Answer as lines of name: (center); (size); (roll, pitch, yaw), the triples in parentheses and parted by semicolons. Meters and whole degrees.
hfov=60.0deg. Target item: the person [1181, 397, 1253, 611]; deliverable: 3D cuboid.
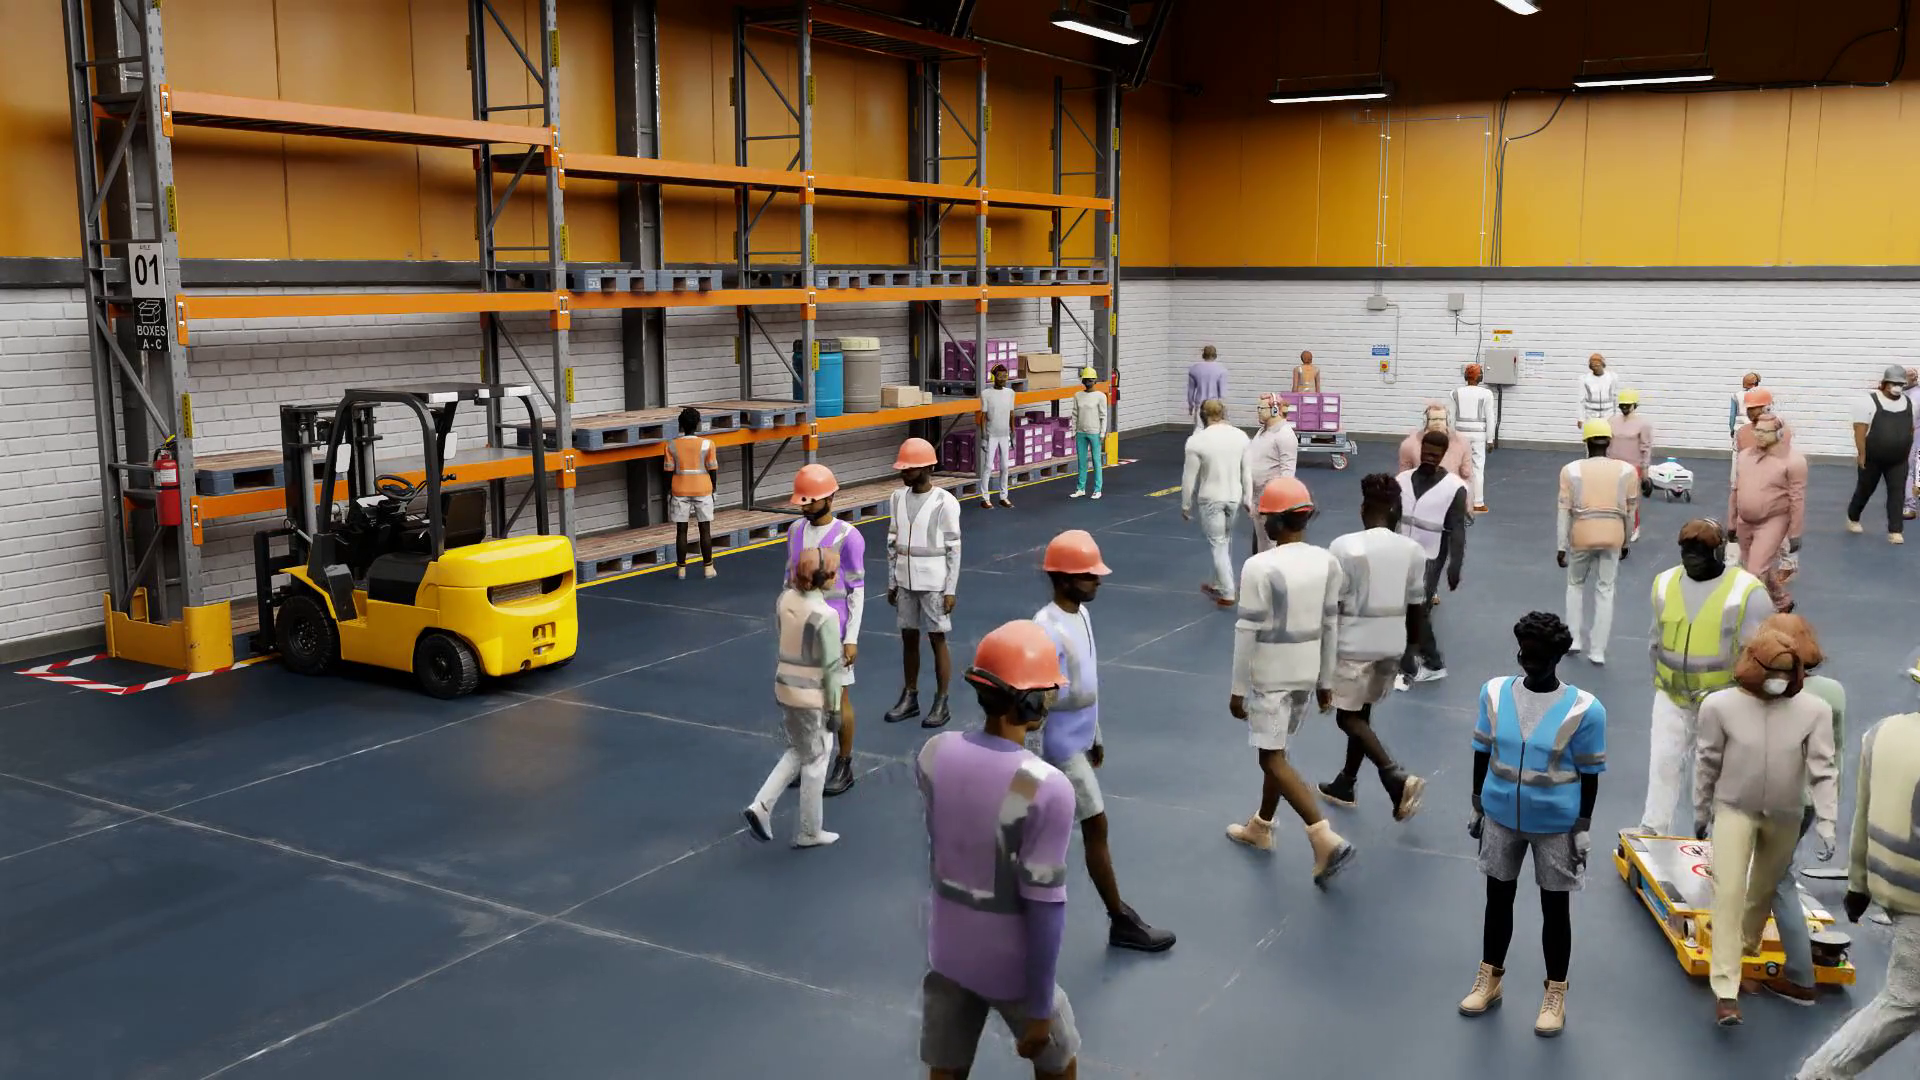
person: (2.269, -0.344, 15.064); (0.641, 1.895, 0.932); (-4, 10, -21)

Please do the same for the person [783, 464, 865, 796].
person: (-0.814, 0.515, 9.615); (0.543, 1.928, 0.370); (6, 11, 32)

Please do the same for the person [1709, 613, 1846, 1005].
person: (3.434, 1.090, 7.055); (0.509, 1.586, 0.771); (-2, 9, -14)

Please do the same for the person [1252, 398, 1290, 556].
person: (2.970, -0.450, 15.913); (0.343, 1.839, 0.506); (0, 9, -1)

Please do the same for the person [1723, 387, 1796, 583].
person: (7.725, -0.509, 16.002); (1.051, 1.940, 0.595); (-5, 10, -29)

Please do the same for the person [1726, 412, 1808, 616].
person: (6.716, -0.134, 13.836); (0.890, 1.878, 0.650); (-4, 10, -24)

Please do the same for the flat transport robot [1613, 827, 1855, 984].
flat transport robot: (3.521, 1.652, 7.674); (0.652, 0.197, 1.431); (1, 9, 9)

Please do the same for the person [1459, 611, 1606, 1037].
person: (2.274, 1.111, 6.622); (0.532, 1.695, 0.319); (7, 12, 38)

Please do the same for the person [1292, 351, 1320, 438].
person: (6.163, -2.550, 29.643); (0.523, 1.638, 0.310); (-2, 9, -11)

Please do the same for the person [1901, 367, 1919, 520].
person: (11.647, -1.199, 20.534); (0.394, 1.866, 0.726); (5, 10, 28)

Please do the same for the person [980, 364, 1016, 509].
person: (0.485, -1.322, 21.311); (0.505, 1.860, 0.320); (-5, 10, -27)

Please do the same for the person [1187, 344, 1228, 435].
person: (3.882, -2.130, 26.225); (0.646, 1.907, 0.958); (4, 10, 23)

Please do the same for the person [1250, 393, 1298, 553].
person: (2.866, -0.415, 15.482); (0.409, 1.907, 0.651); (-2, 9, -14)

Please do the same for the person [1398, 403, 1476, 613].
person: (4.254, -0.285, 14.834); (0.648, 1.855, 0.999); (0, 9, 3)

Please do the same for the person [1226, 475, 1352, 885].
person: (1.667, 0.684, 8.328); (0.616, 2.016, 0.925); (-6, 11, -32)

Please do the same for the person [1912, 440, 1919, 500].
person: (9.812, -0.589, 16.529); (0.551, 1.918, 0.477); (8, 12, 40)

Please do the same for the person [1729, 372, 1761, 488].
person: (10.959, -1.507, 23.130); (0.309, 1.641, 0.513); (-8, 12, -43)

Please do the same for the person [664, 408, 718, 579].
person: (-2.640, -0.454, 16.384); (0.532, 1.696, 0.319); (0, 9, -3)

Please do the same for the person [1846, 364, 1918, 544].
person: (10.428, -1.018, 18.829); (0.687, 2.000, 0.898); (1, 9, 9)

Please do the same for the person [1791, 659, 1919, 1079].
person: (3.273, 1.207, 5.738); (0.897, 1.796, 0.592); (0, 9, -2)

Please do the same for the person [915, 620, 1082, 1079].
person: (0.186, 1.219, 5.036); (0.617, 1.988, 1.040); (8, 12, 42)

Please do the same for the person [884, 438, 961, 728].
person: (-0.263, 0.283, 11.039); (0.548, 1.934, 0.374); (6, 11, 34)

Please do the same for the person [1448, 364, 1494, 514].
person: (6.419, -1.268, 20.883); (0.573, 1.883, 0.355); (7, 11, 36)

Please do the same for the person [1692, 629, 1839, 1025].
person: (3.231, 1.153, 6.683); (0.503, 1.588, 0.856); (2, 9, 13)

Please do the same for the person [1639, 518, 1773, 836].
person: (3.753, 0.782, 8.393); (0.964, 1.796, 0.653); (-8, 12, -42)

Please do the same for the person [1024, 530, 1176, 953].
person: (0.470, 0.882, 7.465); (0.977, 1.890, 0.558); (3, 10, 18)

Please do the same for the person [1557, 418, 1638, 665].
person: (4.934, 0.003, 12.925); (0.597, 1.894, 0.641); (2, 9, 14)

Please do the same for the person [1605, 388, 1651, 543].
person: (7.358, -0.808, 18.436); (0.388, 1.754, 0.524); (-9, 13, -43)

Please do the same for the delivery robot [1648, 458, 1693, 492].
delivery robot: (9.454, -0.854, 22.136); (0.477, 0.478, 0.707); (0, 9, 0)

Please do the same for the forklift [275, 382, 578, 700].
forklift: (-3.974, -0.067, 12.417); (2.313, 2.155, 1.214); (5, 11, 30)

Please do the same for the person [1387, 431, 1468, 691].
person: (3.337, 0.143, 12.093); (0.593, 1.887, 0.677); (-6, 11, -32)

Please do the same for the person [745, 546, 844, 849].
person: (-0.832, 0.831, 8.573); (0.439, 1.619, 0.540); (-8, 12, -40)

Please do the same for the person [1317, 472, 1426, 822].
person: (2.281, 0.594, 9.132); (0.660, 1.923, 0.790); (-4, 10, -25)

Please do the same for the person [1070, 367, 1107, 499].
person: (1.716, -1.430, 22.245); (0.533, 1.772, 0.296); (6, 11, 35)

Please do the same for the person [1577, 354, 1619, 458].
person: (9.420, -1.833, 24.556); (0.608, 1.834, 0.677); (3, 9, 15)
